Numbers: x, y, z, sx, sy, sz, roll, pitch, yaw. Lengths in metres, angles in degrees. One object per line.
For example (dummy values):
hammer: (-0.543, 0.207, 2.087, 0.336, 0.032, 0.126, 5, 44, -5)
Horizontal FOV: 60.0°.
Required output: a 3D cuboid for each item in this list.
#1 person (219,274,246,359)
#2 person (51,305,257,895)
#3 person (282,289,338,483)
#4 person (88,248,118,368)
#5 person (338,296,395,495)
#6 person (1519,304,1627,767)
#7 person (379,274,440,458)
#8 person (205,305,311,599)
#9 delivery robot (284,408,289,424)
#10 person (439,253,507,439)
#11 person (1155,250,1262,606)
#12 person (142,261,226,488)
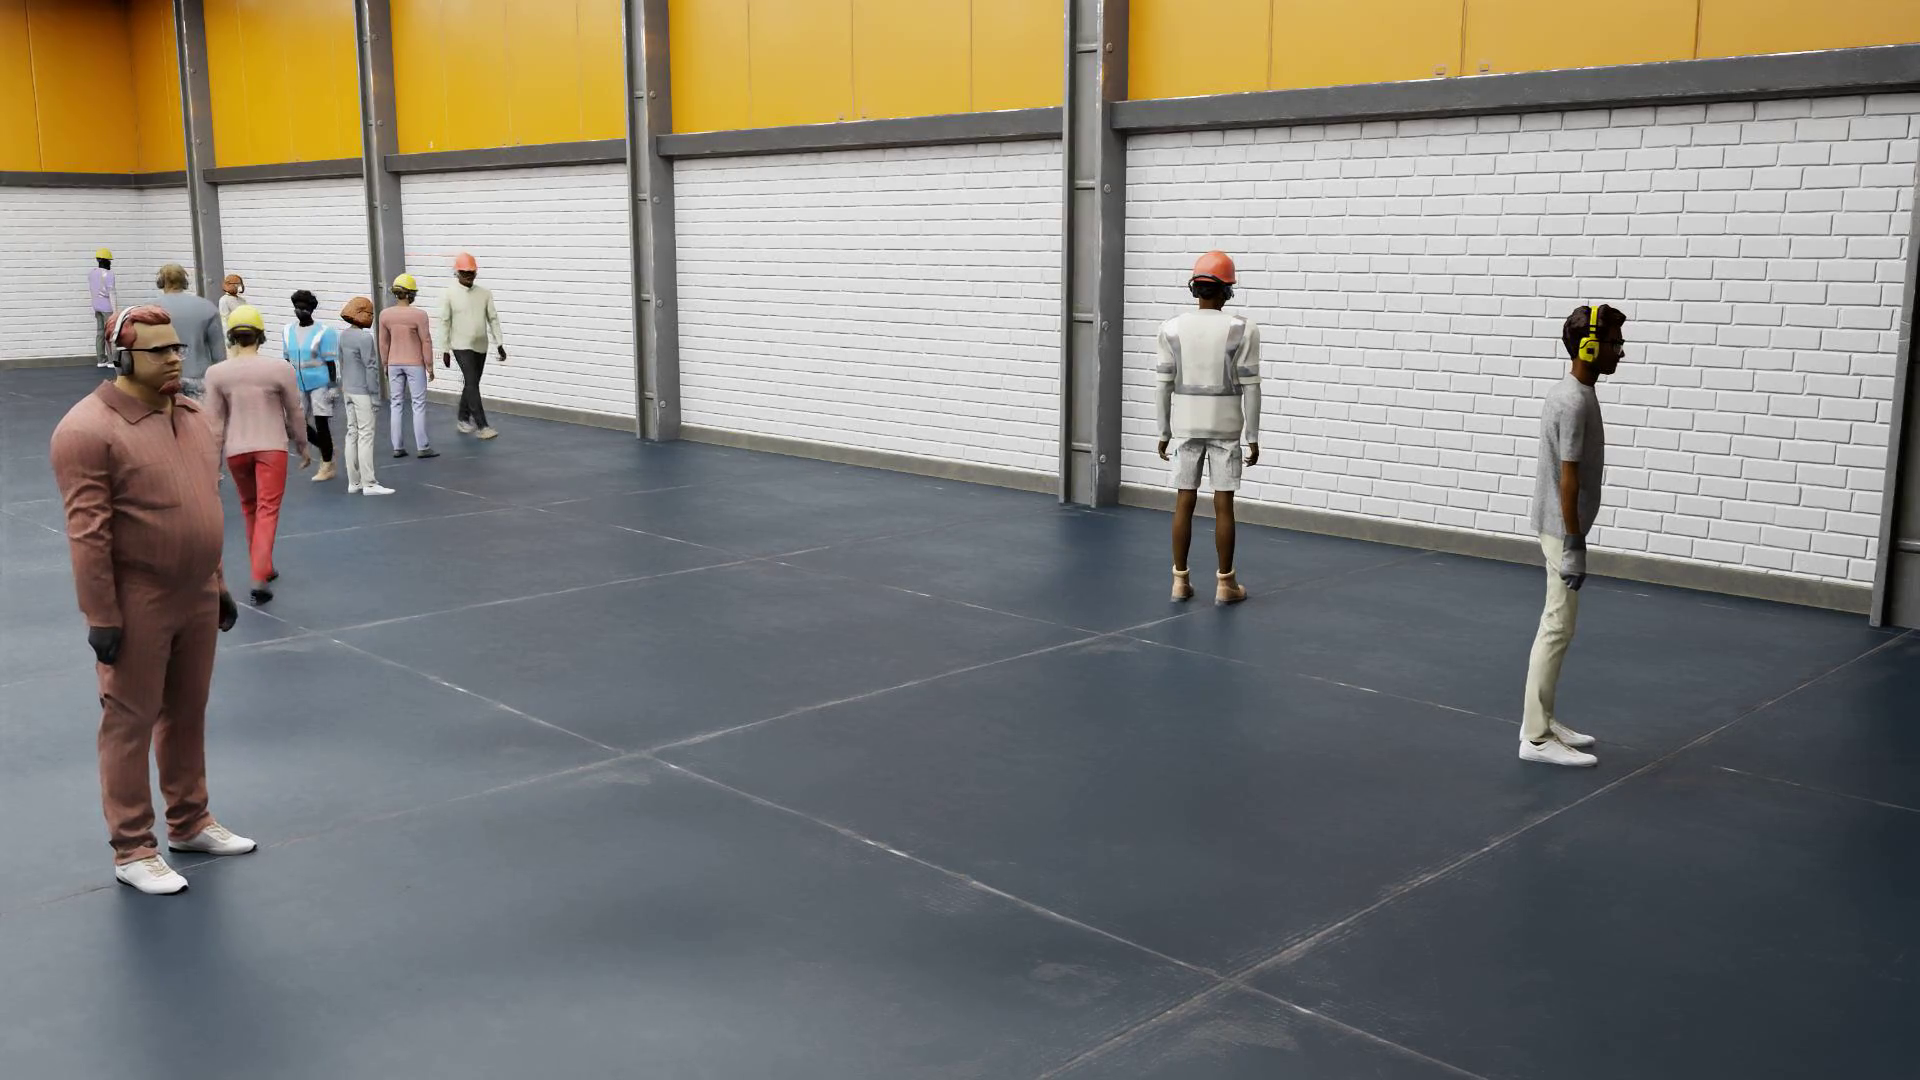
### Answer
person: (-9.297, -2.591, 21.381, 0.286, 1.635, 0.500, 2, 11, 9)
person: (-2.628, 0.185, 5.502, 0.399, 1.909, 0.642, 3, 11, 14)
person: (-5.597, -1.339, 14.438, 0.557, 1.672, 0.446, 3, 11, 14)
person: (-13.758, -3.729, 26.815, 0.588, 1.918, 0.396, 6, 12, 30)
person: (-4.934, -1.187, 13.725, 0.500, 1.633, 0.286, 10, 14, 44)
person: (2.474, -0.014, 6.741, 0.317, 1.854, 0.516, 4, 11, 18)
person: (-5.294, -1.664, 15.975, 0.533, 1.765, 0.329, 2, 11, 11)
person: (-4.188, -0.527, 9.891, 0.528, 1.725, 0.892, -1, 10, -4)
delivery robot: (-7.145, -1.314, 17.111, 0.477, 0.478, 0.707, 0, 10, -2)
person: (-5.209, -2.070, 17.701, 1.025, 1.949, 0.607, 9, 14, 41)
person: (1.439, -0.640, 9.628, 0.614, 2.042, 0.373, 4, 11, 21)
person: (-6.328, -1.299, 13.553, 0.666, 1.922, 0.493, -6, 12, -32)
